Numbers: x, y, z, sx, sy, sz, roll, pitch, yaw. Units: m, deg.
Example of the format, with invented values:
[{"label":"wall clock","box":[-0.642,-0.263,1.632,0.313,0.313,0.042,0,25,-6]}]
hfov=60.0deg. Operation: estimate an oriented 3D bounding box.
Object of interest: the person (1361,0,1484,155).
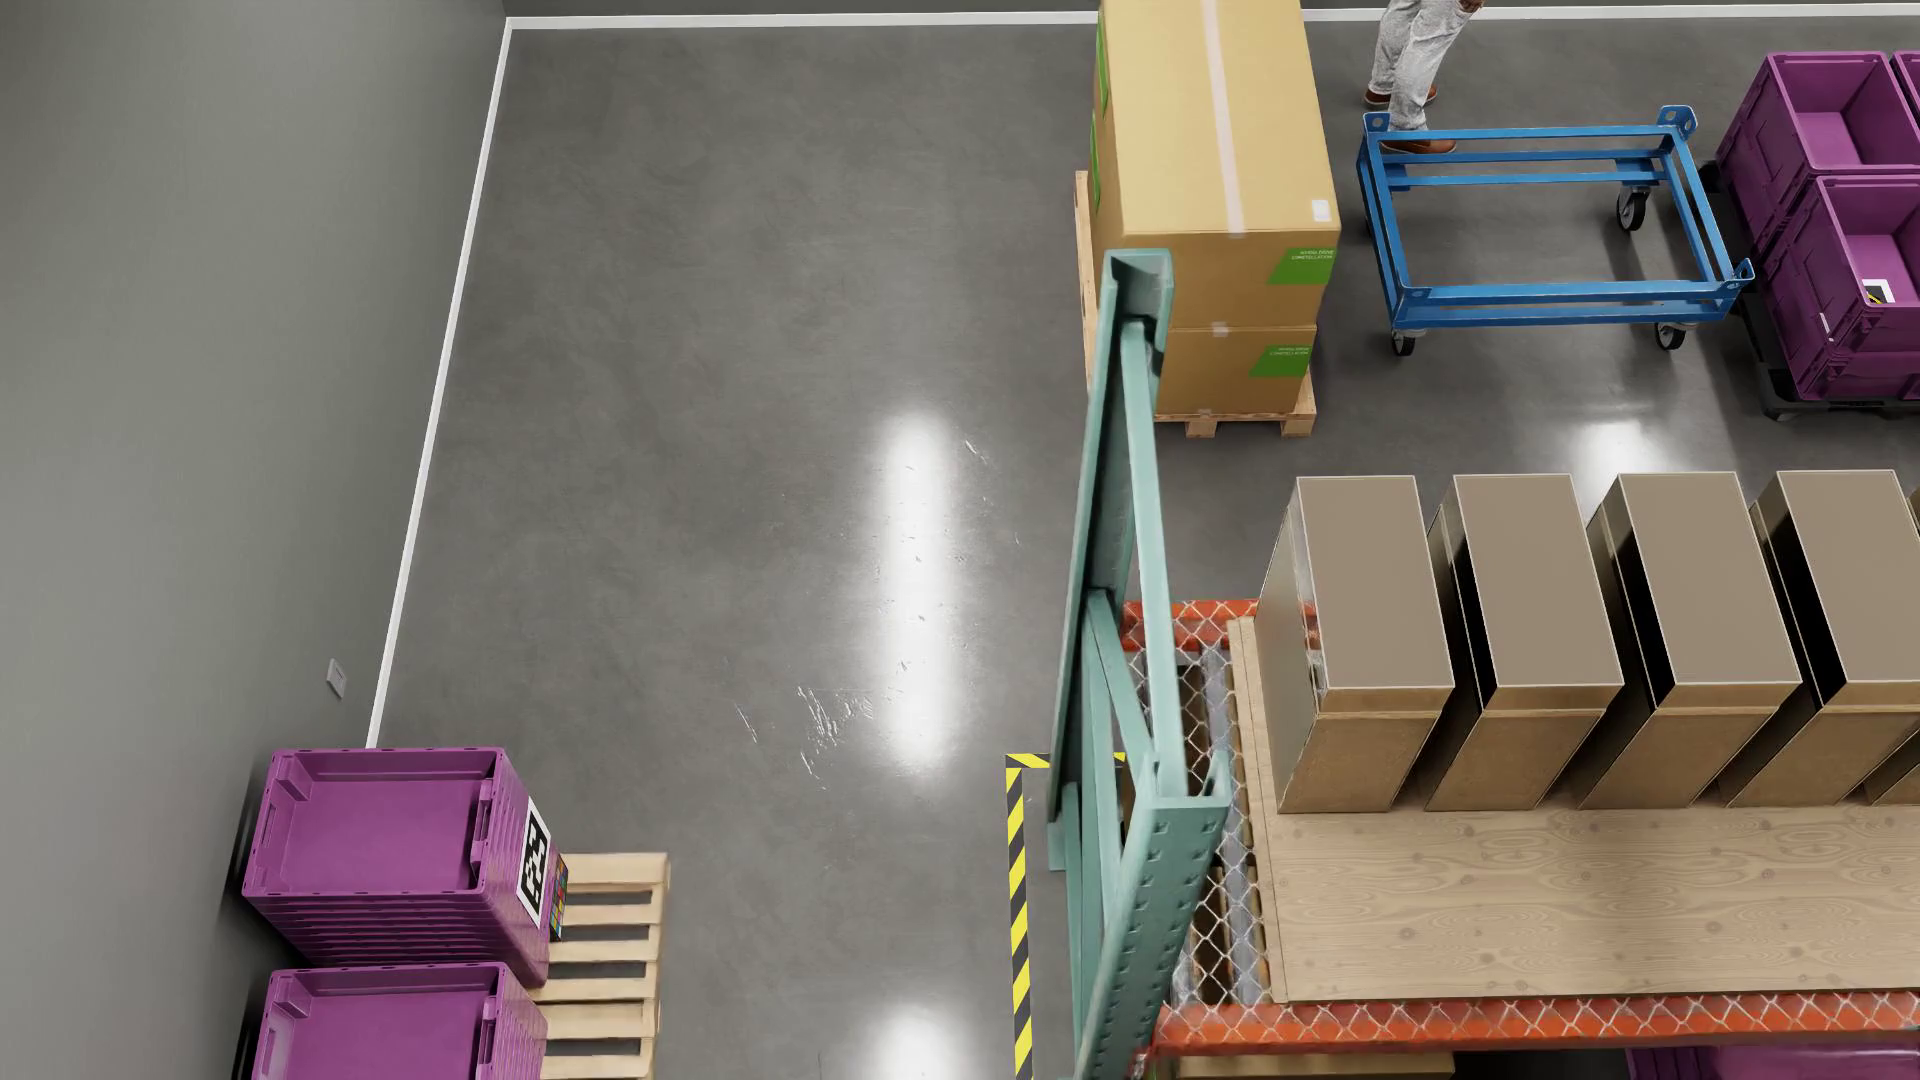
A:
[{"label":"person","box":[1.828,-2.236,6.073,0.358,1.938,0.636,-3,58,-2]}]
